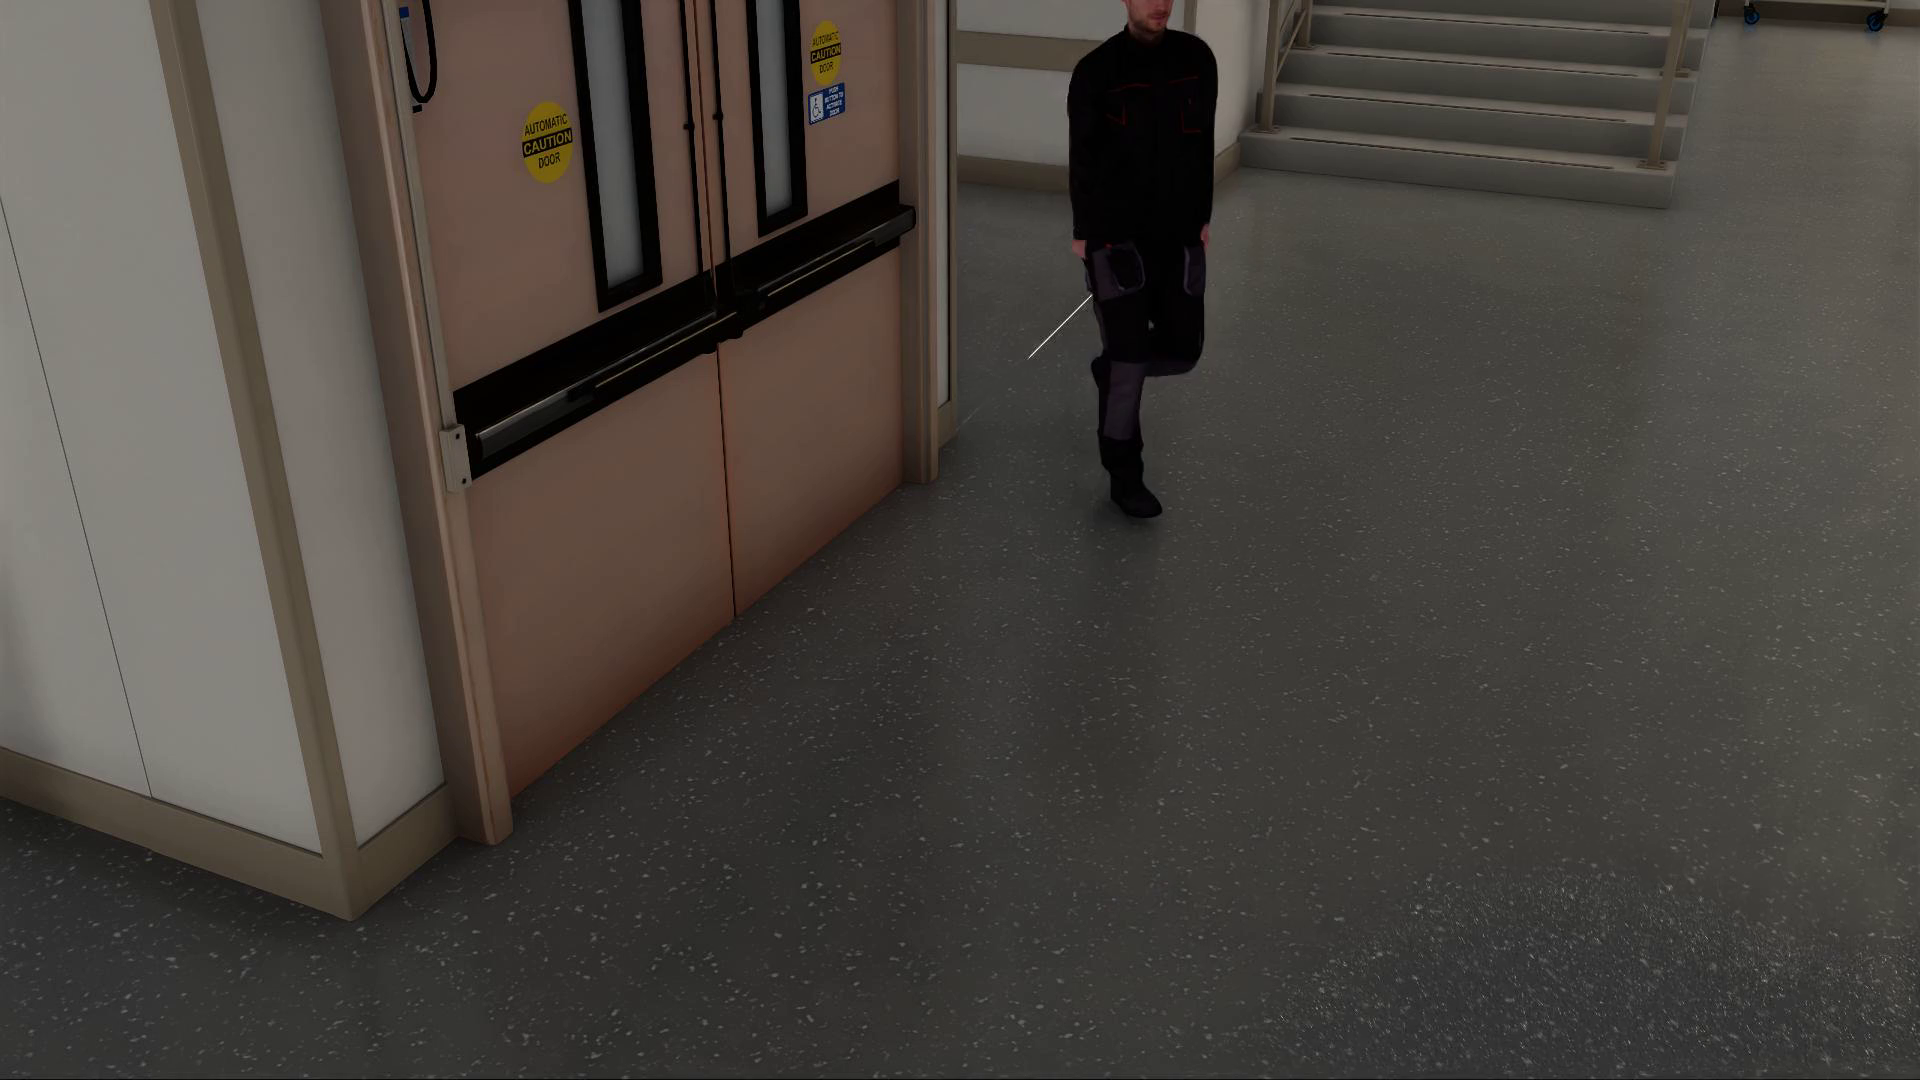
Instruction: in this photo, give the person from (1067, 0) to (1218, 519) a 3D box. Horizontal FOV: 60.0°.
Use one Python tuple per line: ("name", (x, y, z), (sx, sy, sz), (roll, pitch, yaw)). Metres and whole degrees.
("person", (0.602, -1.053, 5.710), (1.069, 1.891, 1.114), (-10, 28, -20))
